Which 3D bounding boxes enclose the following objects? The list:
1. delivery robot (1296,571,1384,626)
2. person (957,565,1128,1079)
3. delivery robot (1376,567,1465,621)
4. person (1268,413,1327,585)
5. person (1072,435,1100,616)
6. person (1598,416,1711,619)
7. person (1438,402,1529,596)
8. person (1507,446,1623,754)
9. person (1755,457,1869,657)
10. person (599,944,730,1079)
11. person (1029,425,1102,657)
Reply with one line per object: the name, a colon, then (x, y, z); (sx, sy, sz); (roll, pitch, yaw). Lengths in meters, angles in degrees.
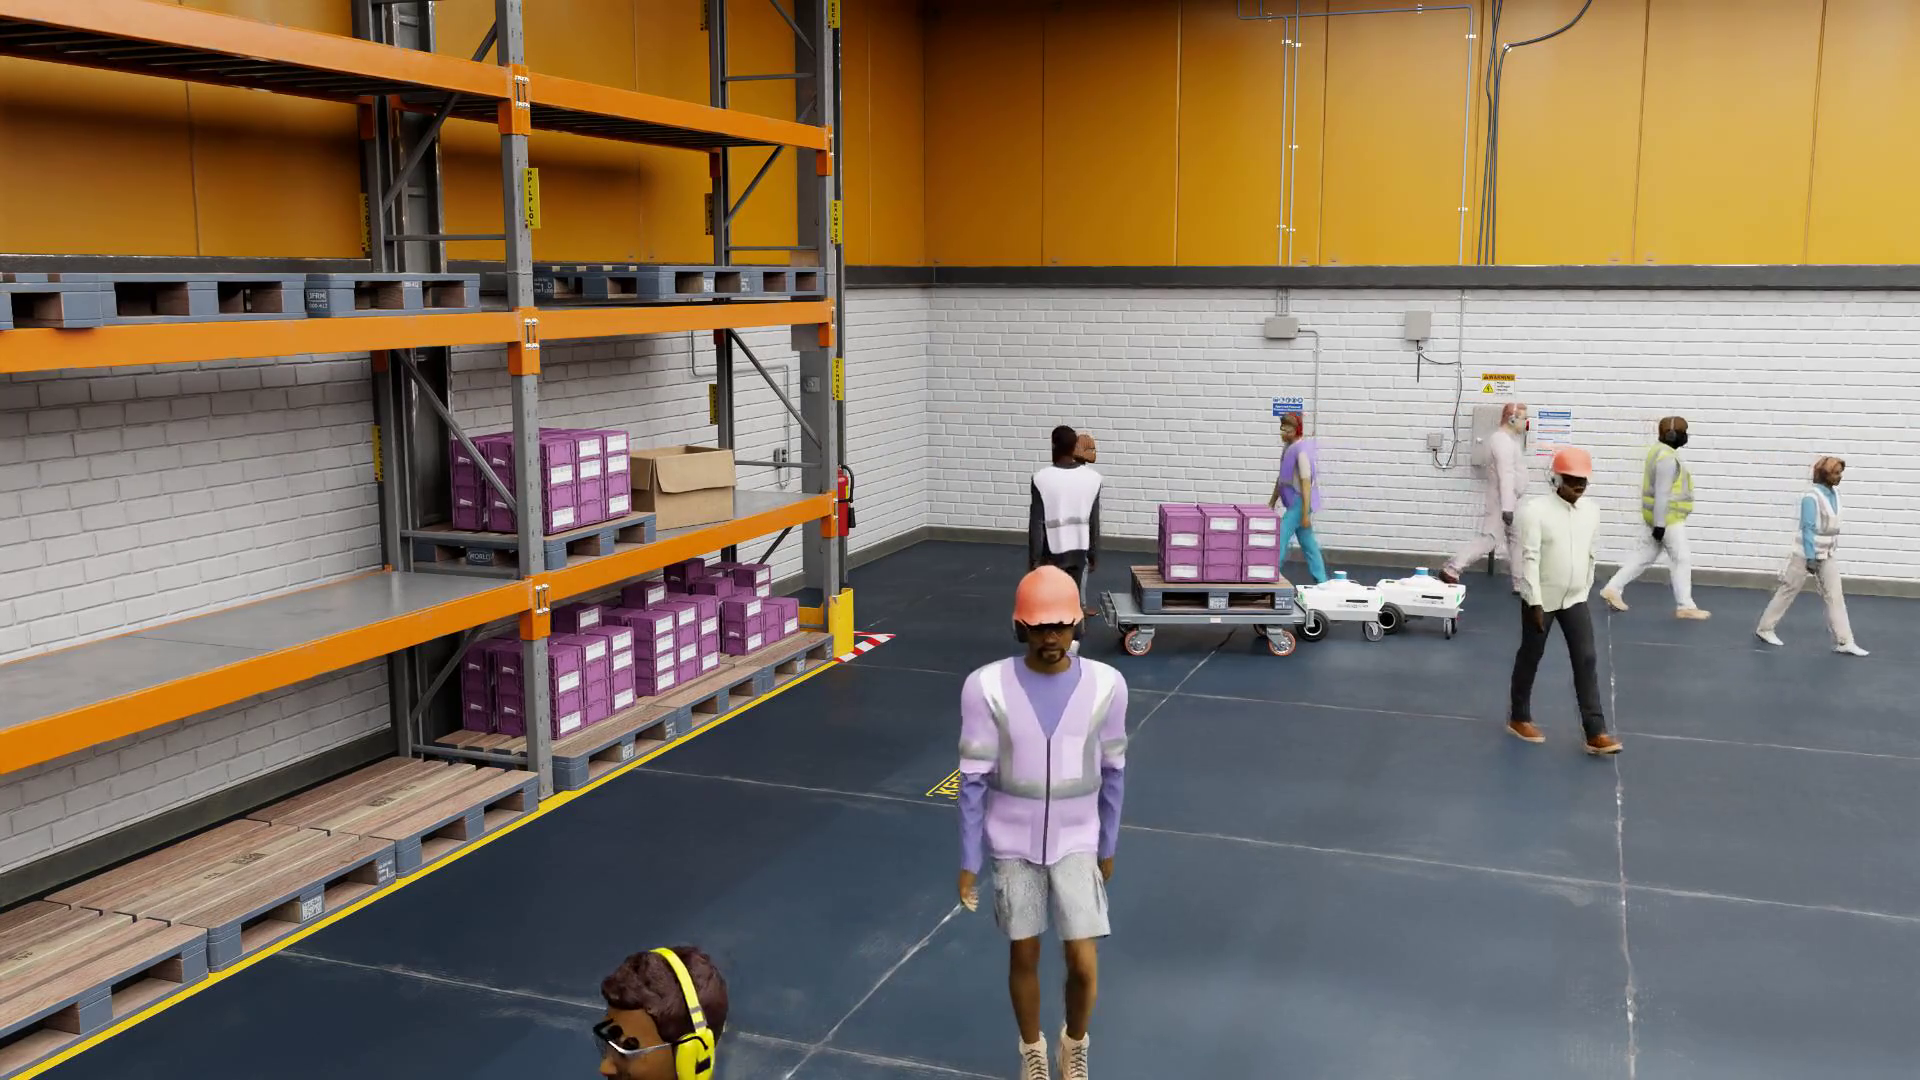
delivery robot: (3.173, 0.506, 13.898); (0.707, 0.478, 0.477); (1, 9, 7)
person: (0.296, 1.092, 5.912); (0.618, 2.024, 0.534); (0, 9, -1)
delivery robot: (3.903, 0.476, 14.087); (0.707, 0.478, 0.477); (4, 10, 24)
person: (2.993, -0.289, 15.334); (0.979, 1.771, 0.612); (0, 9, 3)
person: (1.069, -0.130, 14.838); (0.280, 1.624, 0.494); (-6, 11, -35)
person: (6.200, -0.212, 14.788); (0.901, 1.812, 0.633); (3, 9, 16)
person: (5.039, -0.376, 15.664); (0.944, 1.866, 0.658); (3, 9, 17)
person: (3.837, 0.390, 10.535); (0.627, 1.952, 0.968); (-2, 9, -14)
person: (6.887, 0.110, 13.431); (0.534, 1.592, 0.871); (-6, 11, -33)
person: (-0.565, 1.638, 3.021); (0.783, 1.842, 0.568); (-7, 12, -38)
person: (0.812, 0.079, 12.660); (0.602, 1.901, 0.657); (-4, 10, -22)
